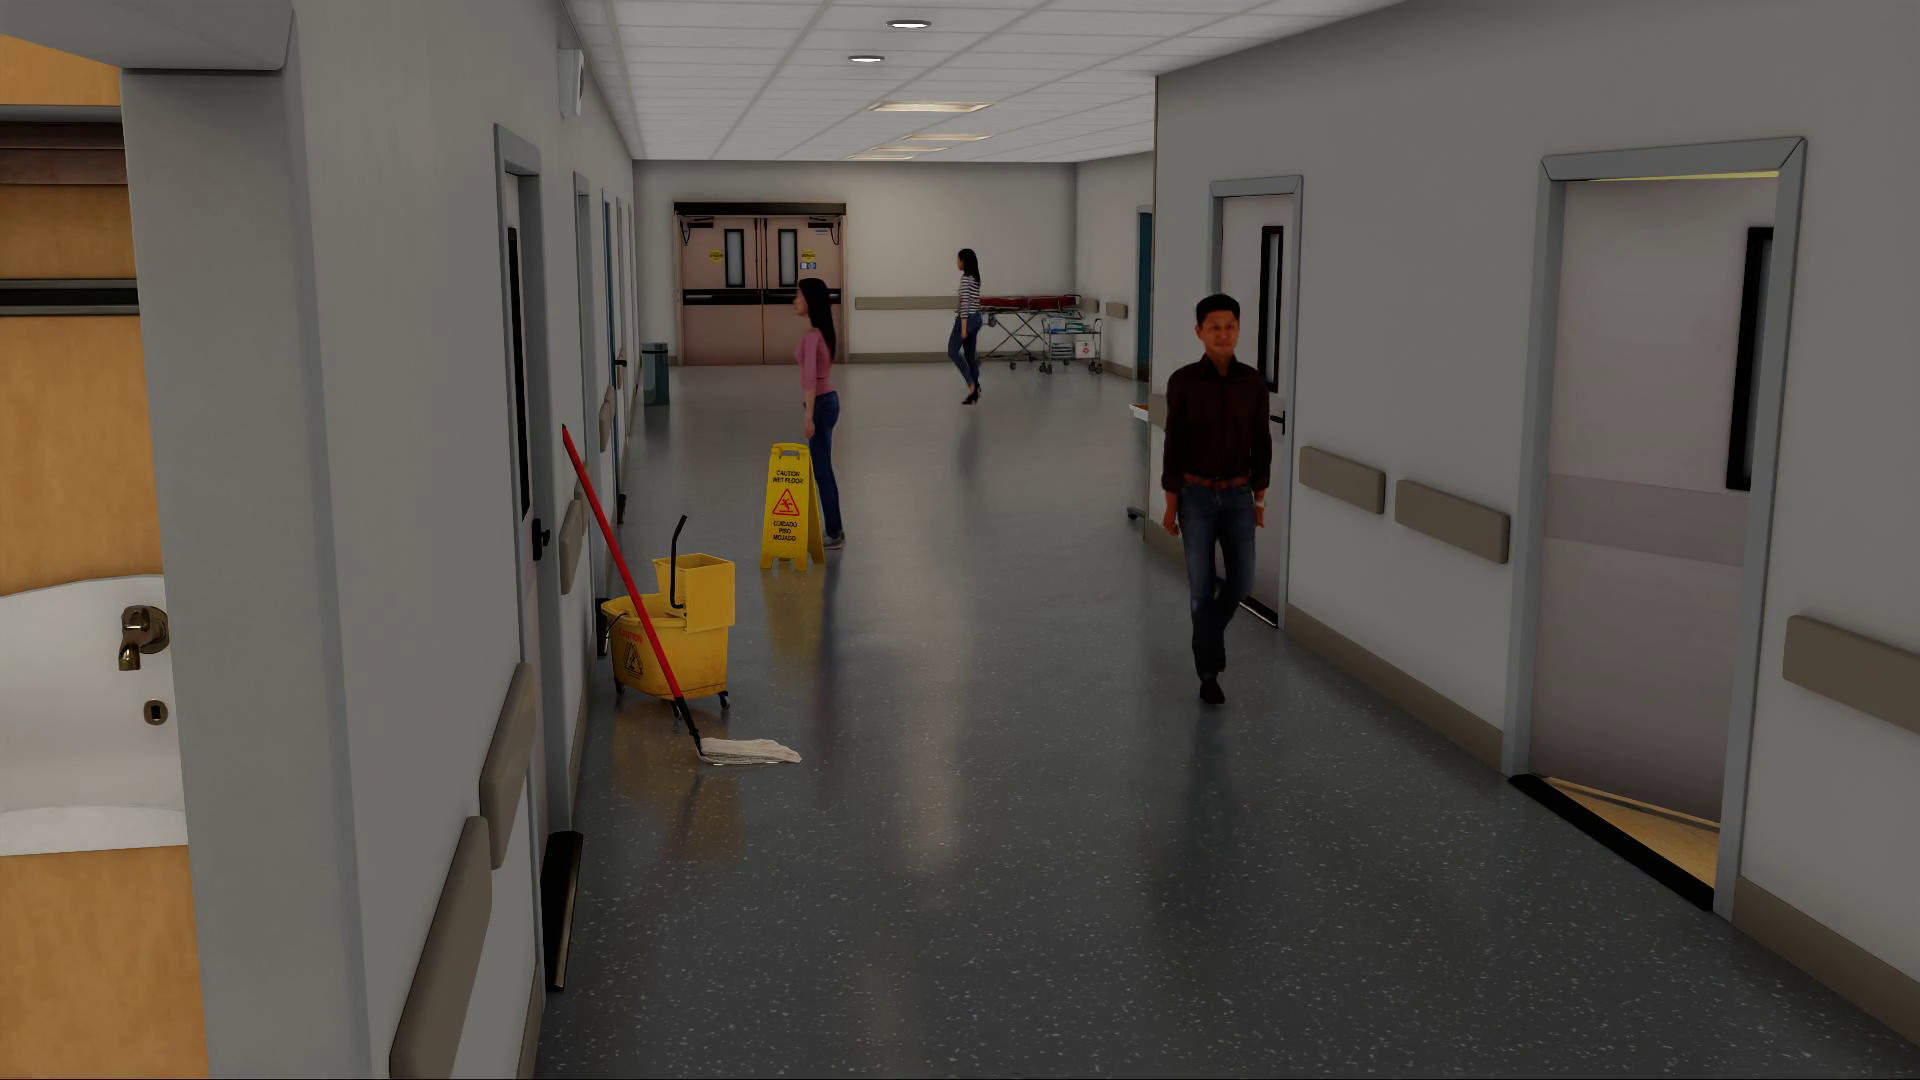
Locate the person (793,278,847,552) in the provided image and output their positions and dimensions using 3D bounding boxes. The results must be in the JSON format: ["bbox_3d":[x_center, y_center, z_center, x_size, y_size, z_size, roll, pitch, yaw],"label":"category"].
[{"bbox_3d":[-0.900,-0.811,10.691,0.668,1.738,0.519,0,11,0],"label":"person"}]

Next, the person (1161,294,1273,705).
[{"bbox_3d":[1.091,-0.179,7.277,0.696,1.768,0.812,-1,11,-4],"label":"person"}]

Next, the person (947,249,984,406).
[{"bbox_3d":[0.185,-2.410,18.975,0.799,1.773,0.717,4,12,21],"label":"person"}]
